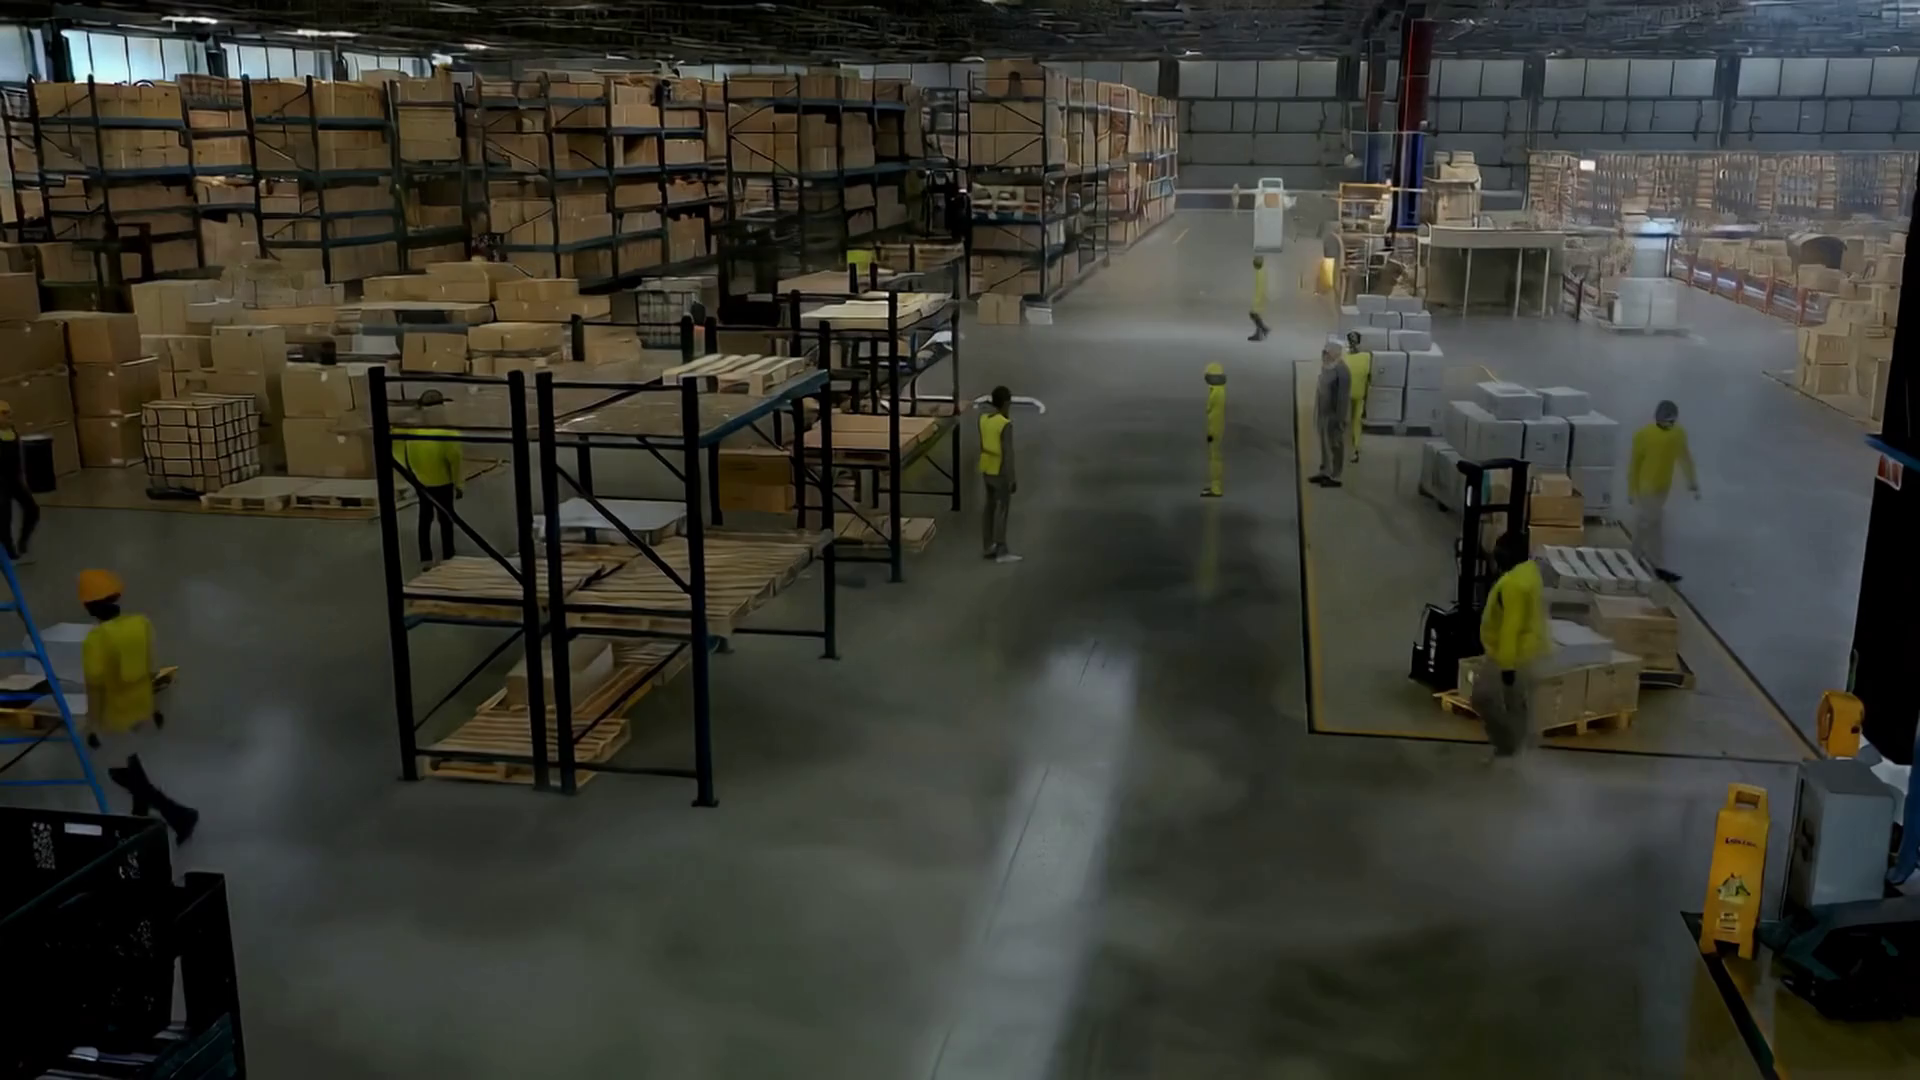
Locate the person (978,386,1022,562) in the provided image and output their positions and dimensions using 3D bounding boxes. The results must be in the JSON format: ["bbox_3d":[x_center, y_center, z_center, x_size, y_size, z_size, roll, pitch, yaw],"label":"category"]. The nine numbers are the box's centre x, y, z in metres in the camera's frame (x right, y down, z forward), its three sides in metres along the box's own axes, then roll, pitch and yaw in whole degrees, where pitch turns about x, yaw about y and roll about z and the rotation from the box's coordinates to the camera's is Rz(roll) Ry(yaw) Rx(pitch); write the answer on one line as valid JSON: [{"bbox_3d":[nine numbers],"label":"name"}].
[{"bbox_3d":[0.410,-0.719,18.102,0.392,1.920,0.588,-8,16,-30],"label":"person"}]

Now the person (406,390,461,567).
[{"bbox_3d":[-5.618,-0.651,17.841,0.585,1.918,0.409,3,14,13],"label":"person"}]

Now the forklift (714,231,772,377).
[{"bbox_3d":[-3.971,-4.258,30.493,1.129,2.768,1.873,3,14,10],"label":"forklift"}]

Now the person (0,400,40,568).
[{"bbox_3d":[-10.149,-0.588,17.750,0.426,1.830,0.501,4,14,14],"label":"person"}]

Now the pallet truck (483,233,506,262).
[{"bbox_3d":[-11.832,-7.026,43.548,1.885,1.965,0.823,8,16,28],"label":"pallet truck"}]

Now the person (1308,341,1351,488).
[{"bbox_3d":[4.874,-1.653,21.857,0.351,1.936,0.634,-5,15,-20],"label":"person"}]

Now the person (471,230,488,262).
[{"bbox_3d":[-14.829,-8.775,51.442,0.541,1.603,0.483,-1,14,-3],"label":"person"}]

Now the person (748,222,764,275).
[{"bbox_3d":[-6.600,-9.596,54.236,0.608,1.885,0.948,3,14,13],"label":"person"}]

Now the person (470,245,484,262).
[{"bbox_3d":[-11.906,-6.380,41.227,0.602,1.855,0.516,6,15,22],"label":"person"}]

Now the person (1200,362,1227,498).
[{"bbox_3d":[3.238,-1.406,21.252,0.296,1.743,0.492,4,14,15],"label":"person"}]

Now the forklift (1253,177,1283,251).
[{"bbox_3d":[12.083,-12.747,64.956,1.129,2.768,1.873,3,14,10],"label":"forklift"}]

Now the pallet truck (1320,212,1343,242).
[{"bbox_3d":[15.874,-13.227,70.310,0.680,1.201,1.601,10,17,35],"label":"pallet truck"}]

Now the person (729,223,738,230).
[{"bbox_3d":[-8.187,-11.087,60.439,0.941,1.795,0.646,3,14,12],"label":"person"}]

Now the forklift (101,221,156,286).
[{"bbox_3d":[-16.772,-5.070,33.789,1.129,2.768,1.873,3,14,10],"label":"forklift"}]

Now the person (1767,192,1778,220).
[{"bbox_3d":[39.316,-15.975,80.278,0.899,1.811,0.573,6,15,22],"label":"person"}]

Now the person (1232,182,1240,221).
[{"bbox_3d":[14.332,-17.580,86.438,0.416,1.987,0.607,1,14,4],"label":"person"}]

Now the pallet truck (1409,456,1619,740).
[{"bbox_3d":[4.504,0.400,13.395,0.823,1.965,1.885,-6,15,-23],"label":"pallet truck"}]

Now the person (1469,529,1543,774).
[{"bbox_3d":[3.971,0.822,12.075,0.458,1.814,0.638,8,16,28],"label":"person"}]

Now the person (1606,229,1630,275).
[{"bbox_3d":[19.081,-8.074,48.170,0.627,1.813,0.571,3,14,11],"label":"person"}]

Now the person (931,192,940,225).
[{"bbox_3d":[-1.338,-16.490,82.360,0.626,1.800,0.806,3,14,13],"label":"person"}]

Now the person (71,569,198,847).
[{"bbox_3d":[-5.319,1.106,10.733,0.735,1.912,0.571,3,14,11],"label":"person"}]

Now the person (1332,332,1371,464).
[{"bbox_3d":[5.514,-2.013,23.472,0.520,1.865,0.327,11,18,38],"label":"person"}]

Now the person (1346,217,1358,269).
[{"bbox_3d":[13.168,-9.979,55.732,0.485,1.894,0.649,6,15,23],"label":"person"}]

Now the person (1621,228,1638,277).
[{"bbox_3d":[20.536,-8.727,51.123,0.557,1.656,0.819,3,14,12],"label":"person"}]

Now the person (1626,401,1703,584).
[{"bbox_3d":[7.327,-0.505,17.270,0.664,1.894,0.908,-8,16,-28],"label":"person"}]

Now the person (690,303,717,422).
[{"bbox_3d":[-4.094,-2.749,26.247,0.361,1.962,0.613,13,19,42],"label":"person"}]

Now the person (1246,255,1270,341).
[{"bbox_3d":[6.622,-5.365,36.942,0.423,1.927,0.564,2,14,7],"label":"person"}]
